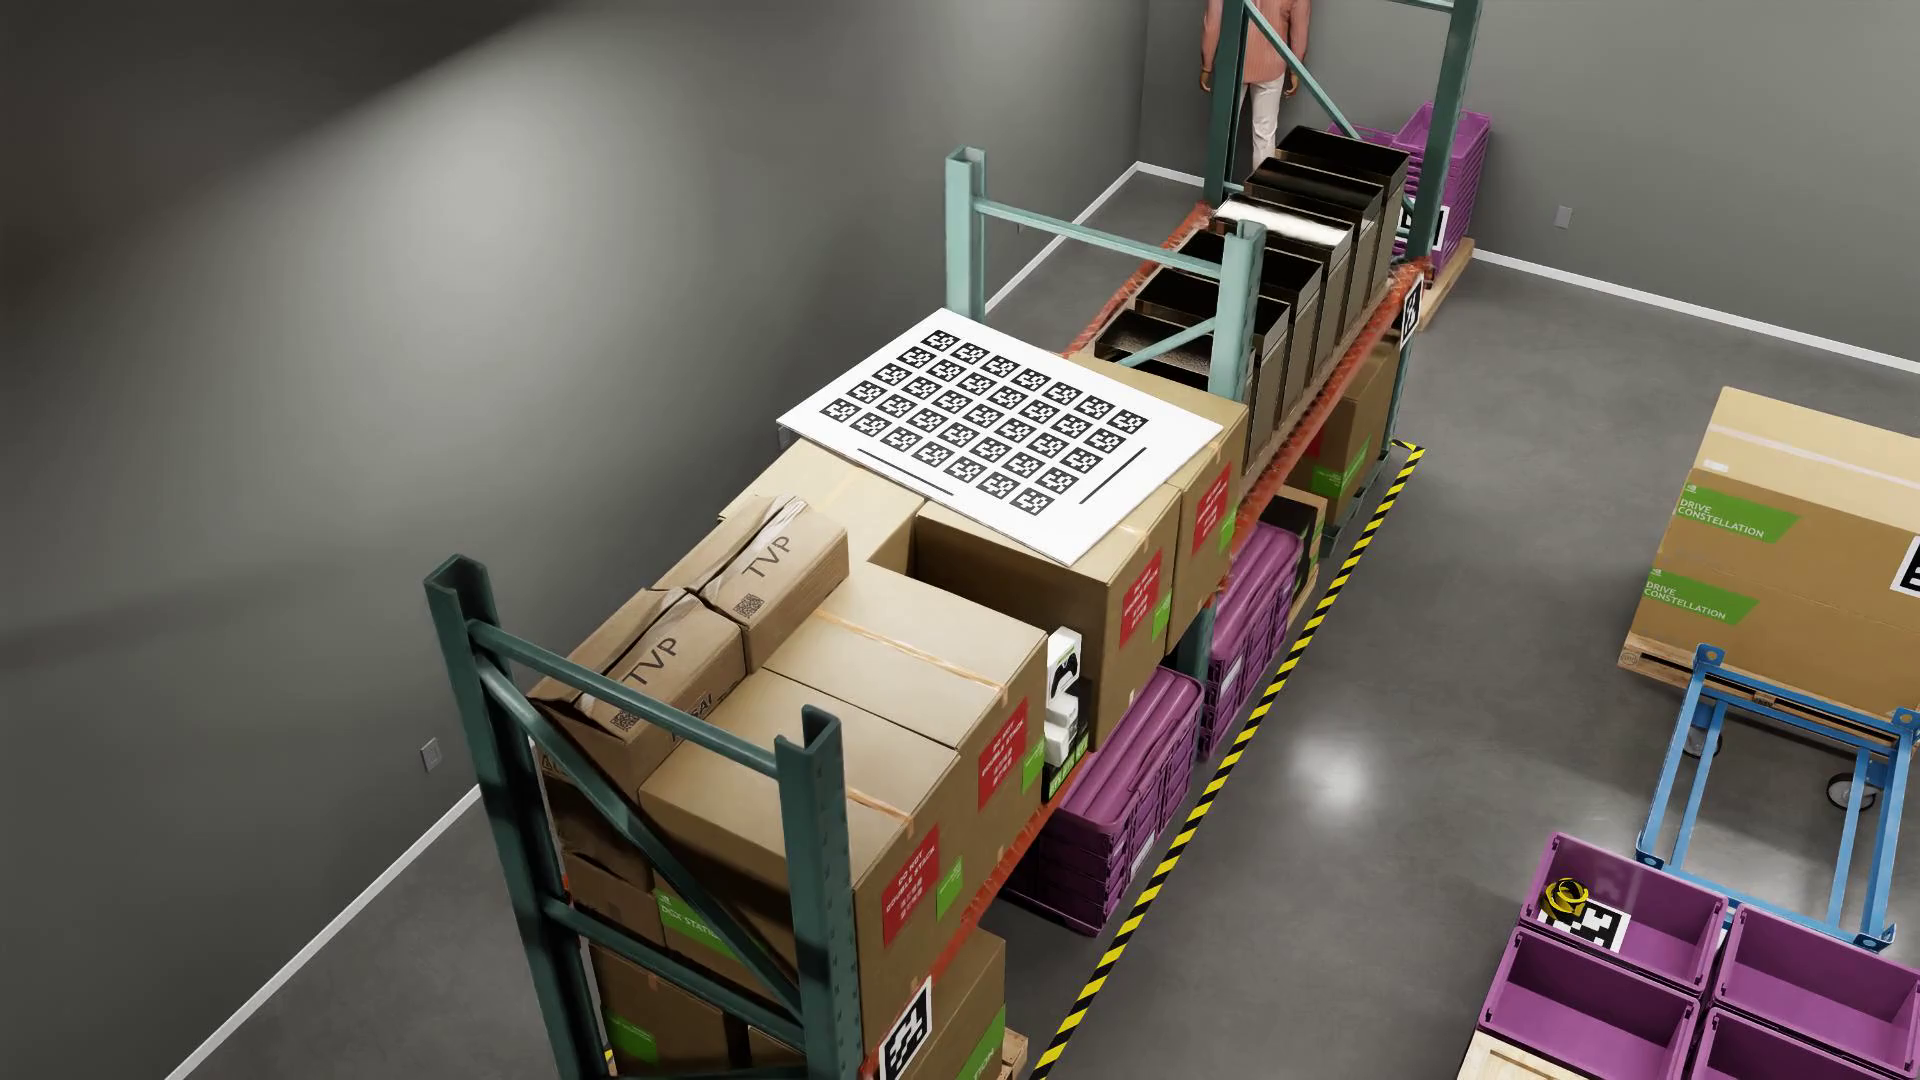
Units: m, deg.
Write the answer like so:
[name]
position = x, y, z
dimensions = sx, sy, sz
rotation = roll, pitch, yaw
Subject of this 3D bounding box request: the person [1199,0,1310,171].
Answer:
[person]
position = 1.739, -2.838, 9.935
dimensions = 0.623, 1.993, 0.385
rotation = 4, 40, 4
